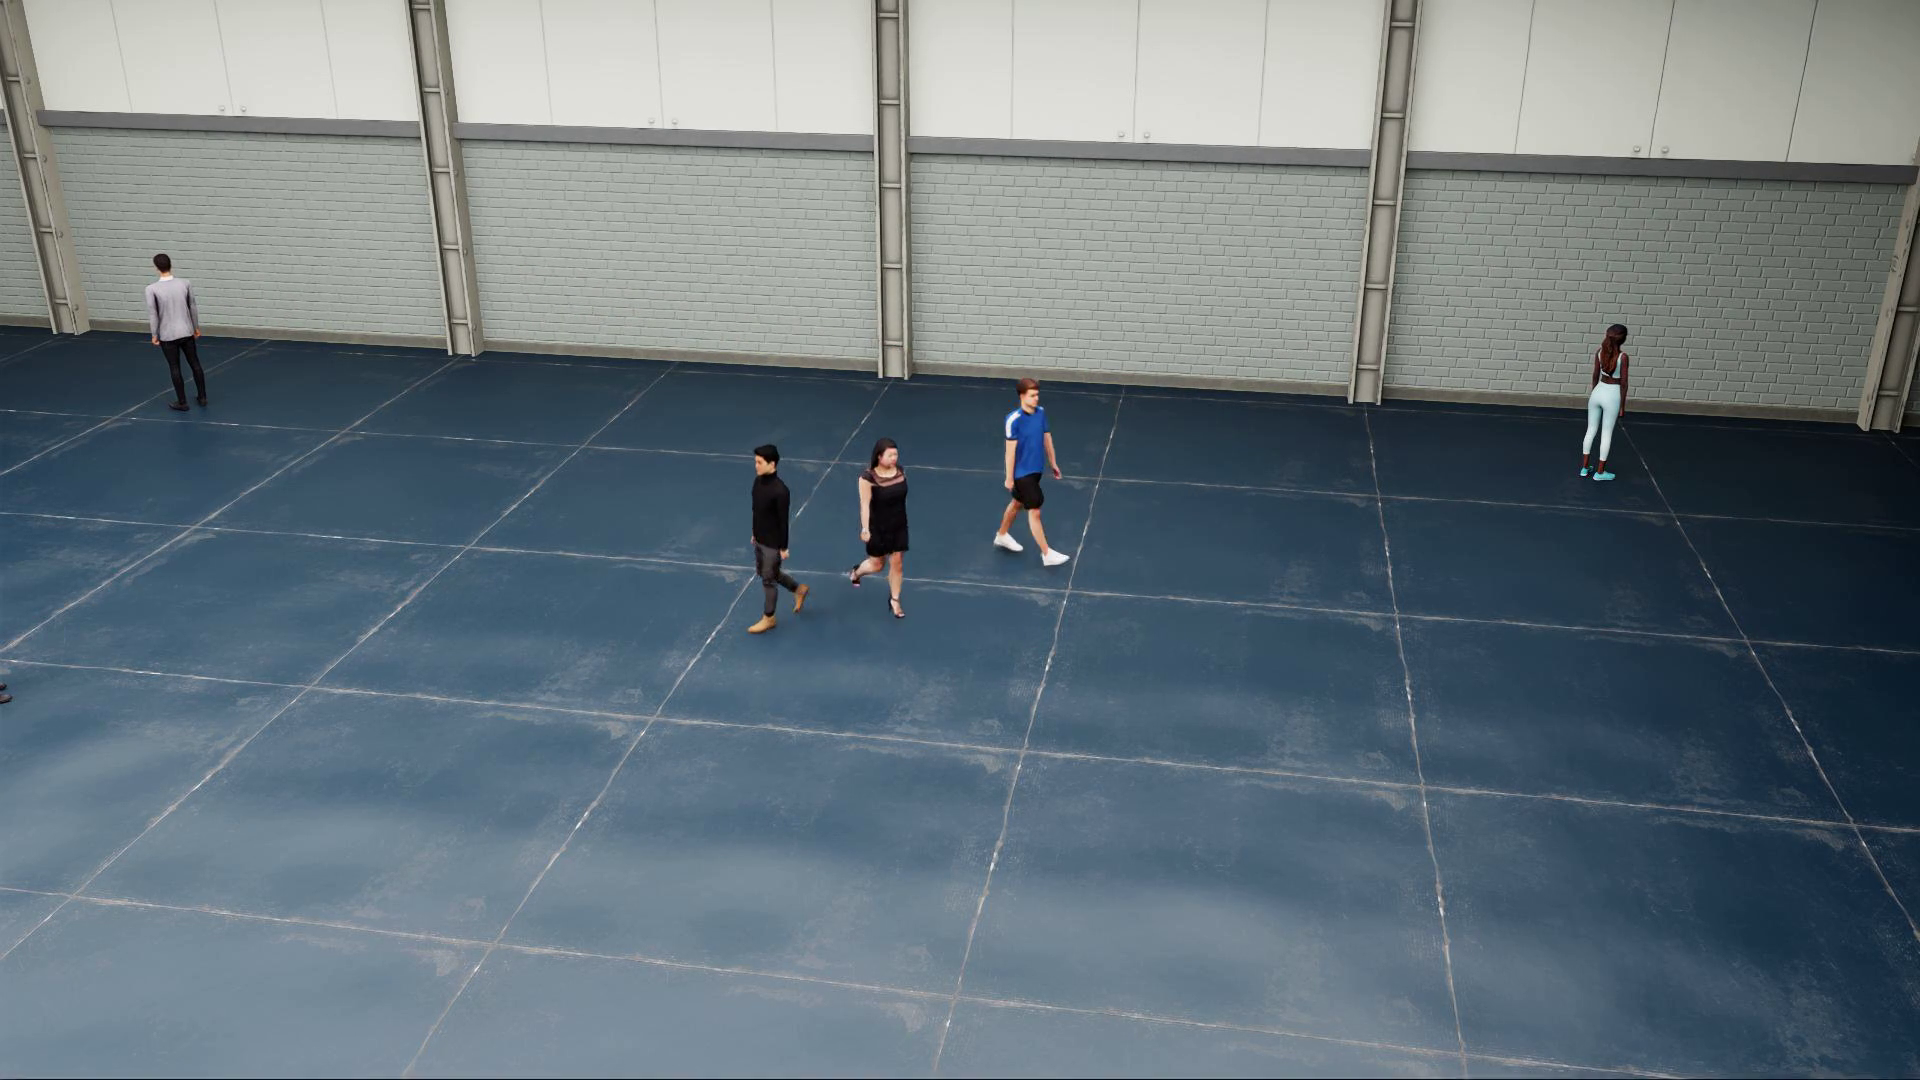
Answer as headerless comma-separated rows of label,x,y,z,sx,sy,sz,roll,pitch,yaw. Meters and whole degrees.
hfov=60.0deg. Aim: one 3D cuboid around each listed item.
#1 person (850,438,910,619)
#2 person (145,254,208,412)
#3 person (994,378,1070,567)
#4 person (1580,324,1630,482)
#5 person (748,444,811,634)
person,-0.718,-0.117,14.813,0.948,1.699,1.028,-19,29,-37
person,-9.517,-2.531,20.206,0.842,1.921,0.840,20,30,38
person,0.575,-0.680,15.979,1.301,1.823,1.054,17,28,35
person,7.005,-1.504,18.040,0.710,1.725,0.645,-17,28,-34
person,-1.613,-0.041,14.619,1.027,1.710,0.947,-13,27,-29
